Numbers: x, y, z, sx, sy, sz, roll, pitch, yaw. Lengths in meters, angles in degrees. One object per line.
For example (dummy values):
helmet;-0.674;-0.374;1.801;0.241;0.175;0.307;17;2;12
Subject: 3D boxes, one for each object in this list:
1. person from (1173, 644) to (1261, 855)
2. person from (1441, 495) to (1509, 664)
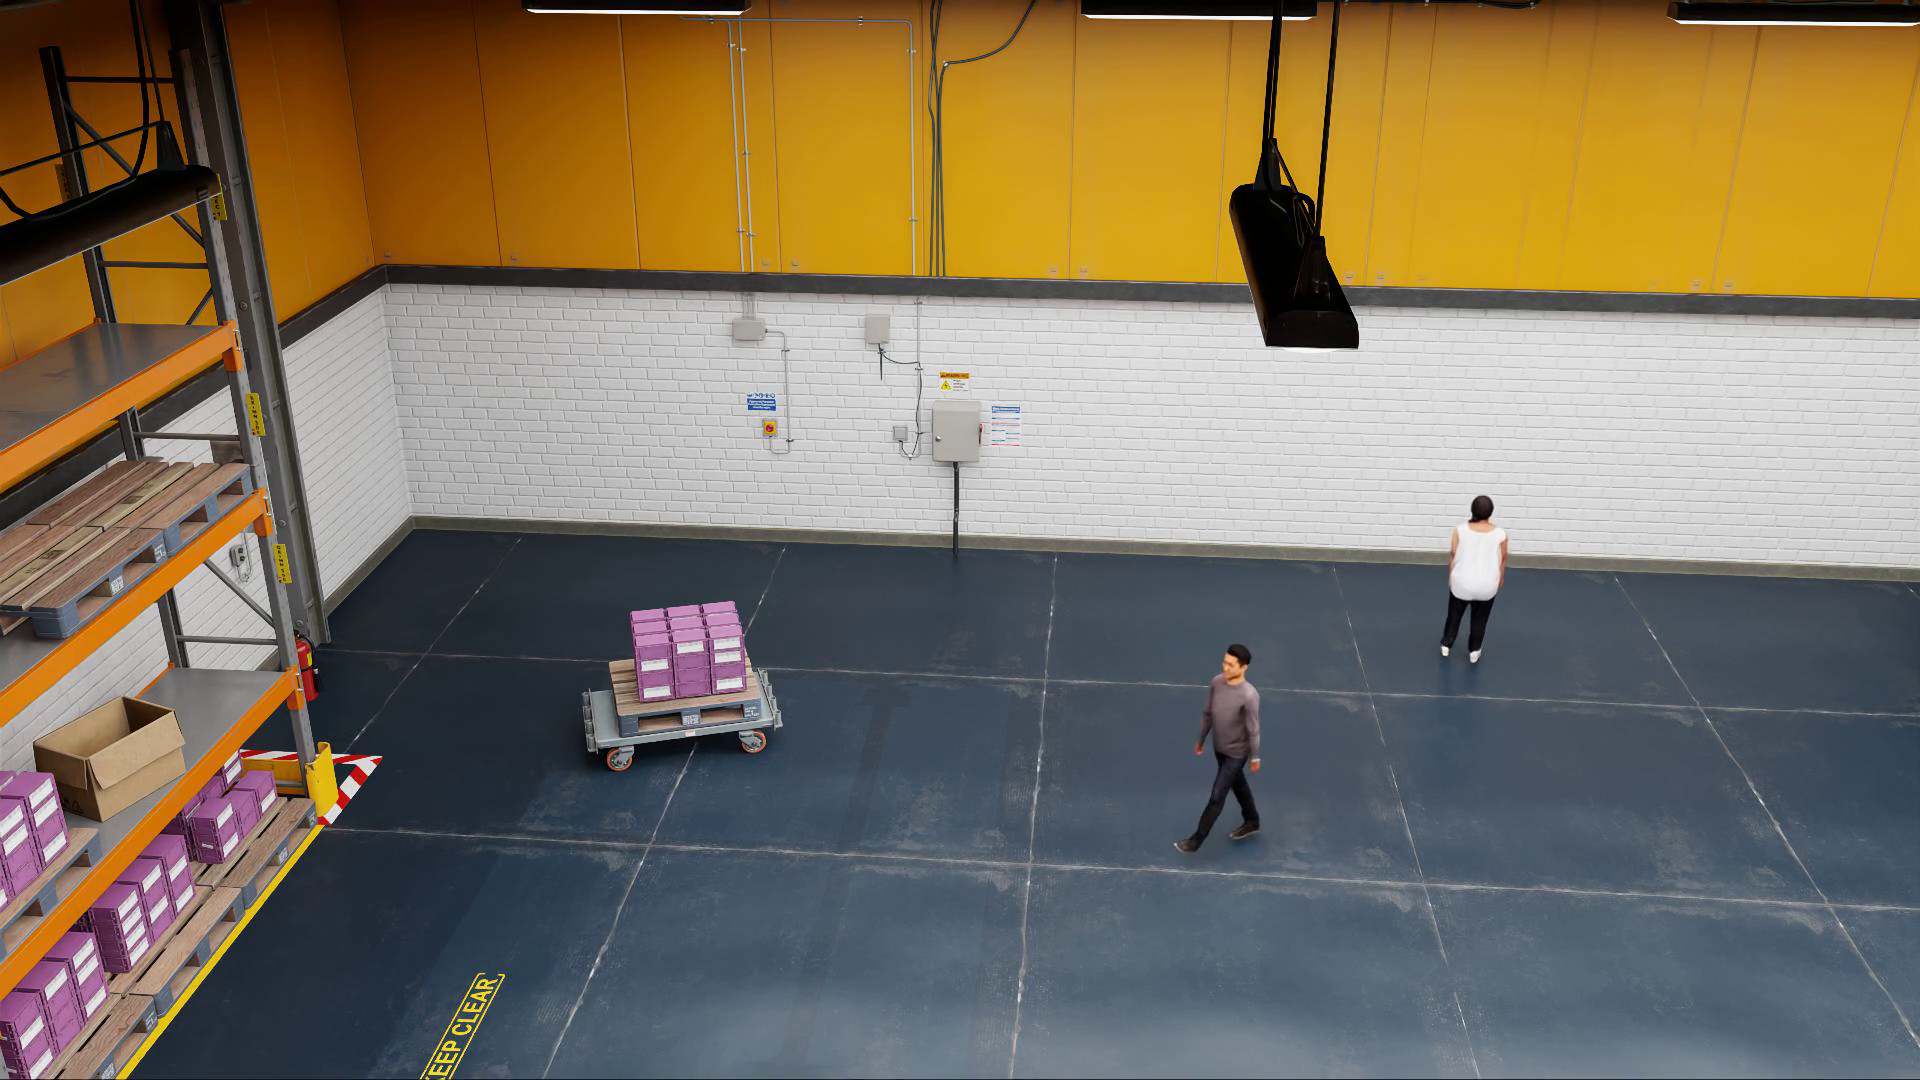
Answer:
person;2.156;1.595;12.792;1.108;1.731;1.148;7;25;16
person;4.853;0.369;15.656;0.746;1.682;0.751;10;26;22
